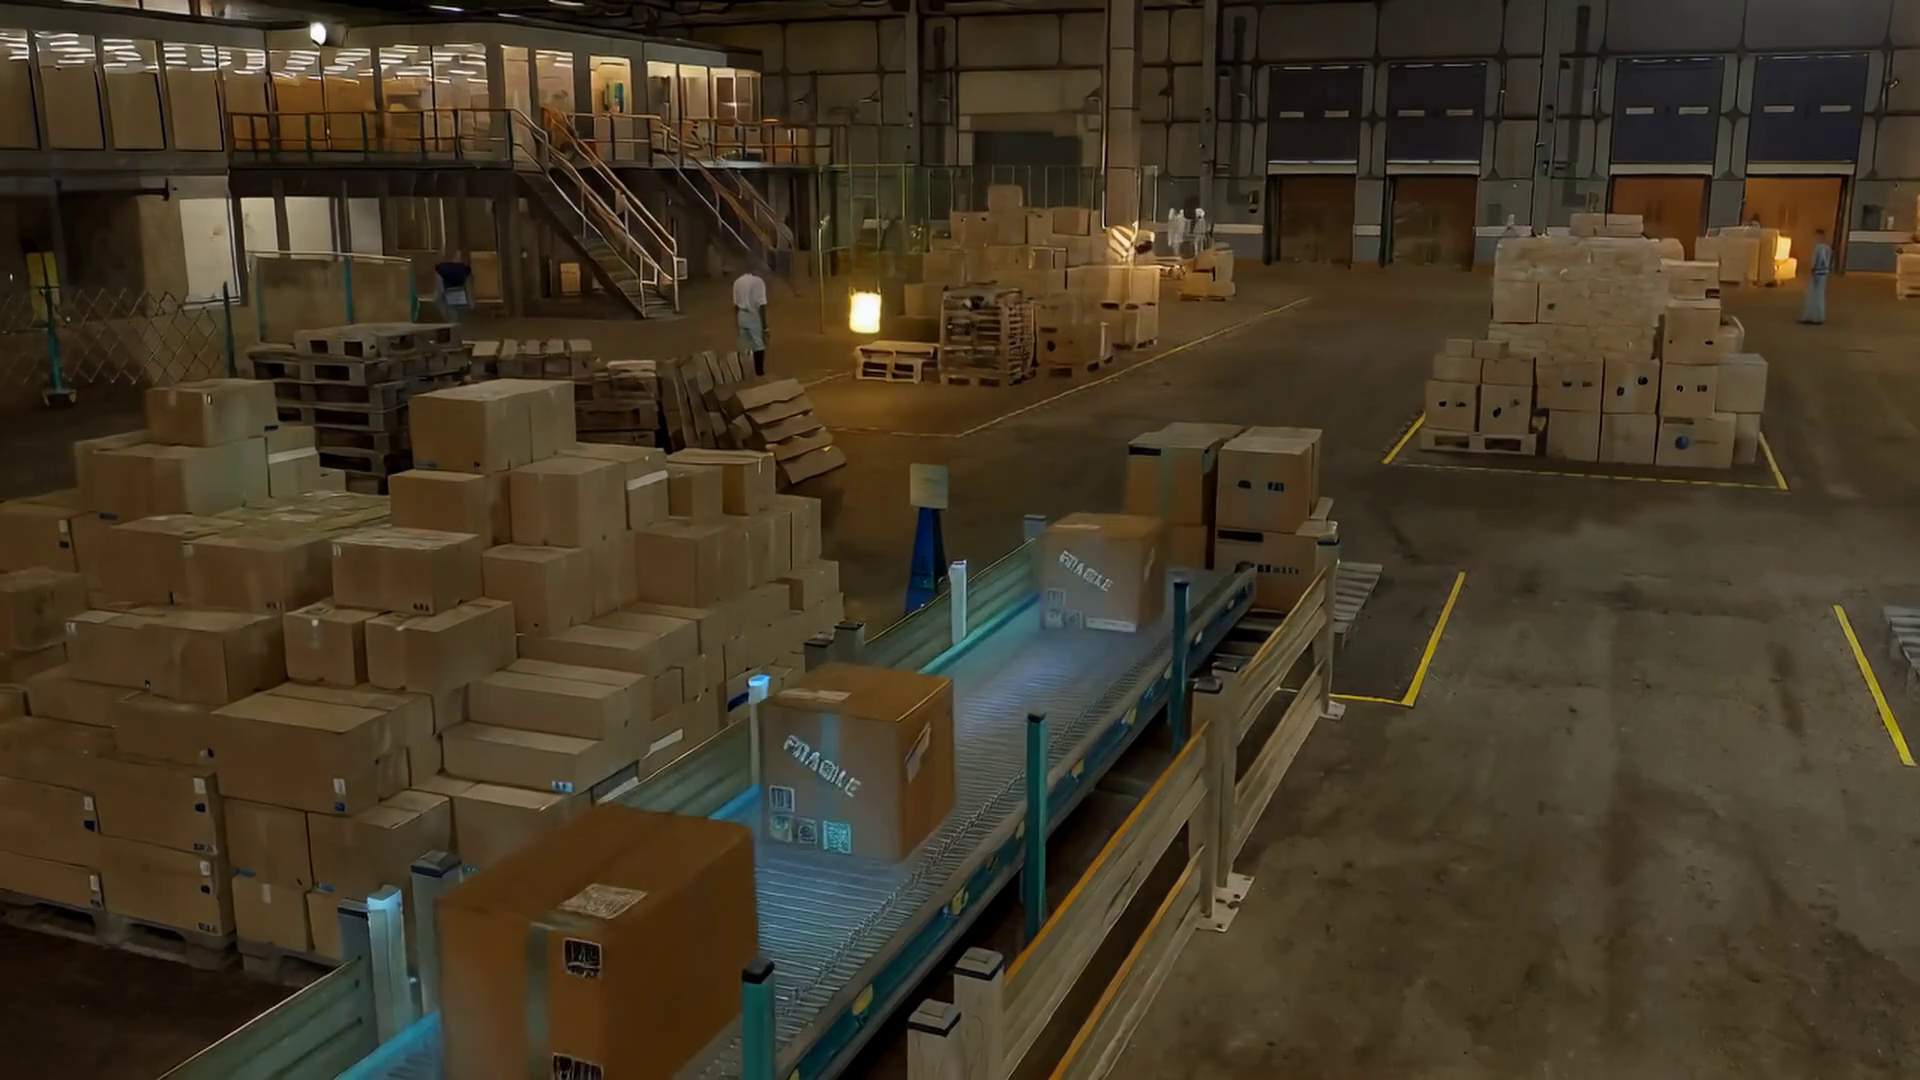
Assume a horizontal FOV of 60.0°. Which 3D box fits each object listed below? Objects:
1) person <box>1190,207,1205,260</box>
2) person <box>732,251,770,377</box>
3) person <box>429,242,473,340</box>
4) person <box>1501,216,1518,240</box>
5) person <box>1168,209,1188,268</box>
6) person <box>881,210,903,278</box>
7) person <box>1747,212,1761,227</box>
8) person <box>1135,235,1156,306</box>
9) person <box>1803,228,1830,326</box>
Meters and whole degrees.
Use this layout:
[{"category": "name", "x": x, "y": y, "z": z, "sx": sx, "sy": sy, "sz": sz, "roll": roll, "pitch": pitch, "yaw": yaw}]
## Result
[{"category": "person", "x": 6.830, "y": -8.582, "z": 47.812, "sx": 0.402, "sy": 1.937, "sz": 0.604, "roll": -3, "pitch": 13, "yaw": -14}, {"category": "person", "x": -2.729, "y": -2.823, "z": 21.931, "sx": 0.602, "sy": 1.960, "sz": 0.368, "roll": 11, "pitch": 16, "yaw": 39}, {"category": "person", "x": -7.997, "y": -3.700, "z": 26.035, "sx": 0.886, "sy": 1.884, "sz": 0.614, "roll": 12, "pitch": 17, "yaw": 43}, {"category": "person", "x": 13.572, "y": -7.100, "z": 41.343, "sx": 0.552, "sy": 1.857, "sz": 0.494, "roll": -6, "pitch": 14, "yaw": -25}, {"category": "person", "x": 6.705, "y": -9.279, "z": 51.188, "sx": 0.646, "sy": 1.826, "sz": 0.576, "roll": -3, "pitch": 13, "yaw": -12}, {"category": "person", "x": -1.922, "y": -8.356, "z": 46.918, "sx": 0.898, "sy": 1.892, "sz": 0.557, "roll": -11, "pitch": 17, "yaw": -40}, {"category": "person", "x": 21.807, "y": -8.069, "z": 45.732, "sx": 0.430, "sy": 1.845, "sz": 0.624, "roll": 3, "pitch": 13, "yaw": 11}, {"category": "person", "x": 3.655, "y": -5.104, "z": 32.654, "sx": 0.485, "sy": 1.744, "sz": 0.294, "roll": -9, "pitch": 15, "yaw": -35}, {"category": "person", "x": 16.659, "y": -5.090, "z": 32.267, "sx": 0.337, "sy": 1.883, "sz": 0.584, "roll": 5, "pitch": 14, "yaw": 22}]
